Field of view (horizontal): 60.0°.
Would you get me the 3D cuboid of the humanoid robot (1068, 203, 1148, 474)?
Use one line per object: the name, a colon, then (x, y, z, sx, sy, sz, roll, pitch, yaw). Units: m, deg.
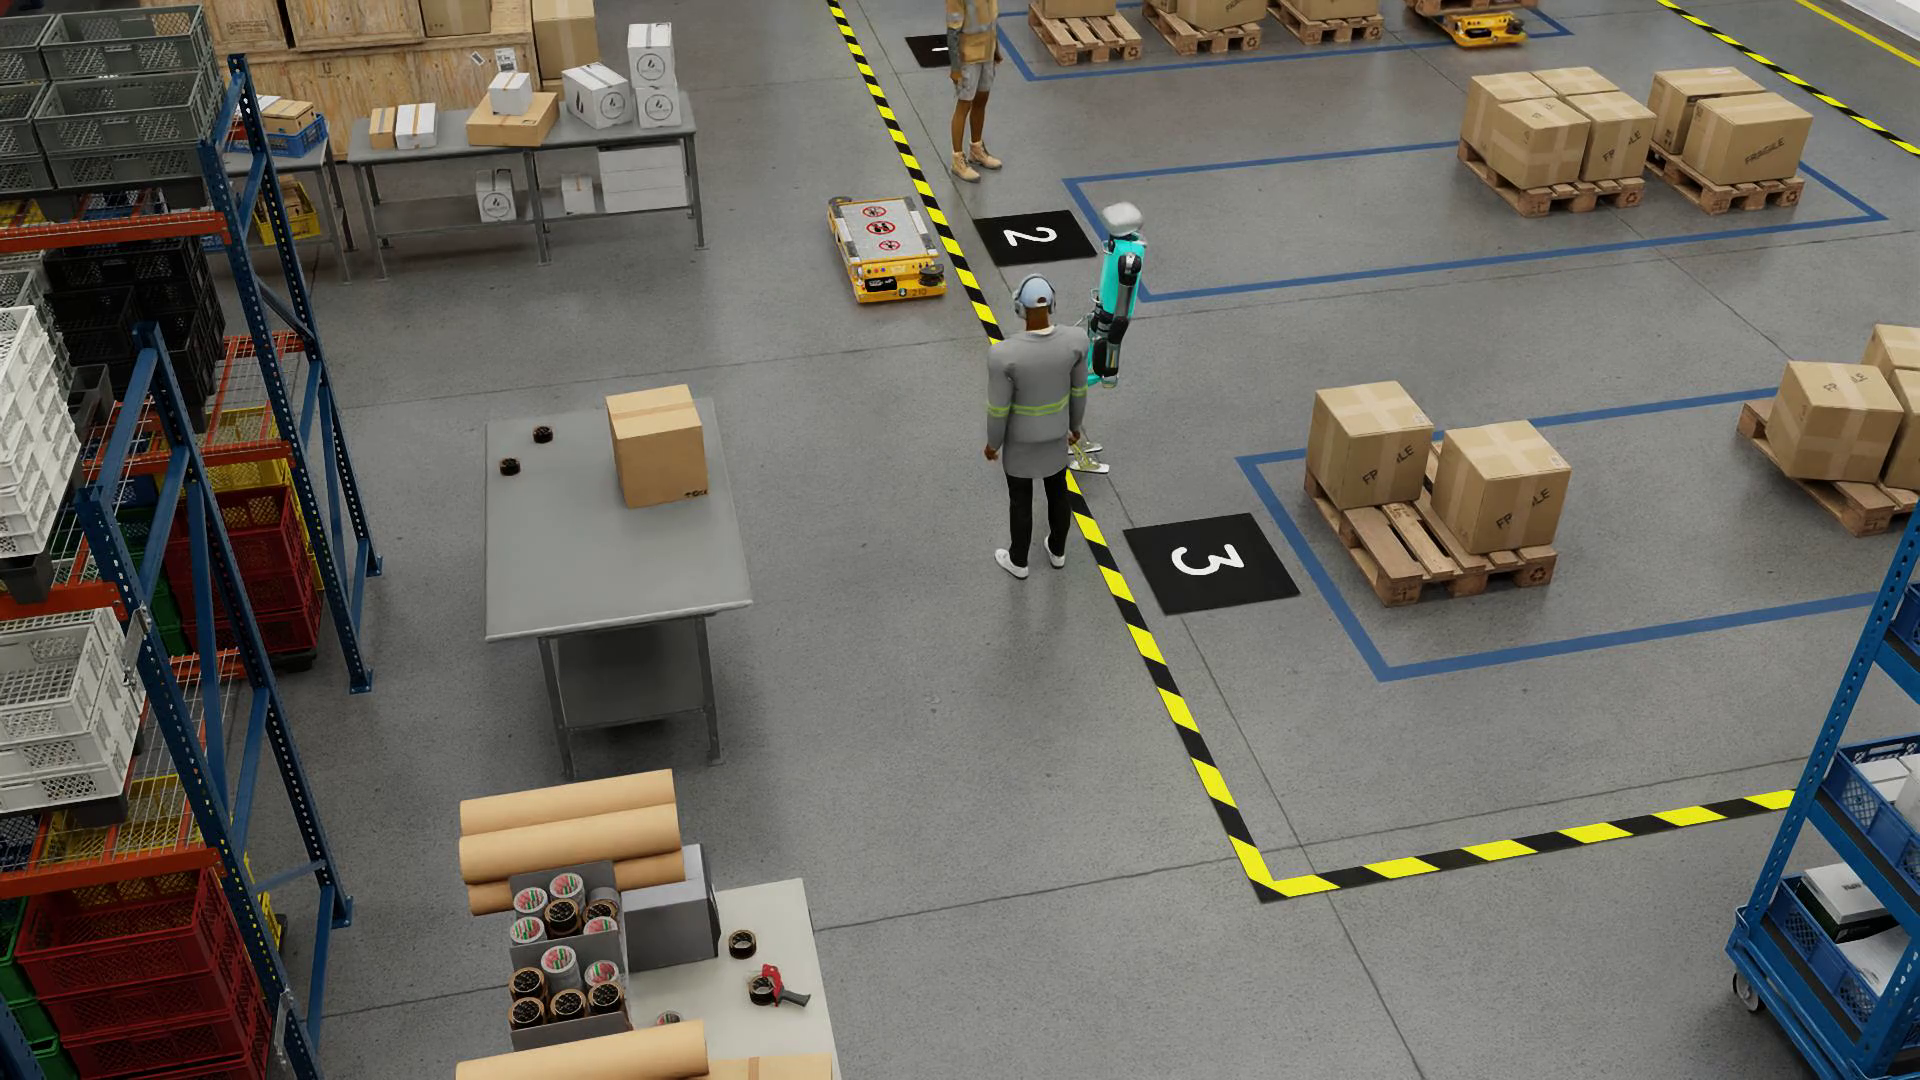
humanoid robot: (0.690, -1.168, 9.784, 0.735, 1.673, 0.533, -1, 37, -1)

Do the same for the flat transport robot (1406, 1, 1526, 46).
flat transport robot: (5.032, -5.305, 16.660, 0.652, 0.197, 1.431, -8, 37, -10)

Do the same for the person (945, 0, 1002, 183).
person: (0.142, -3.894, 13.304, 0.379, 2.039, 0.615, 25, 43, 29)

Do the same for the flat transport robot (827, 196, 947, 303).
flat transport robot: (-0.570, -2.220, 12.538, 0.659, 0.231, 1.431, -8, 37, -10)

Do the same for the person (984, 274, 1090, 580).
person: (0.400, -0.610, 9.050, 0.588, 1.849, 0.395, -13, 39, -17)
